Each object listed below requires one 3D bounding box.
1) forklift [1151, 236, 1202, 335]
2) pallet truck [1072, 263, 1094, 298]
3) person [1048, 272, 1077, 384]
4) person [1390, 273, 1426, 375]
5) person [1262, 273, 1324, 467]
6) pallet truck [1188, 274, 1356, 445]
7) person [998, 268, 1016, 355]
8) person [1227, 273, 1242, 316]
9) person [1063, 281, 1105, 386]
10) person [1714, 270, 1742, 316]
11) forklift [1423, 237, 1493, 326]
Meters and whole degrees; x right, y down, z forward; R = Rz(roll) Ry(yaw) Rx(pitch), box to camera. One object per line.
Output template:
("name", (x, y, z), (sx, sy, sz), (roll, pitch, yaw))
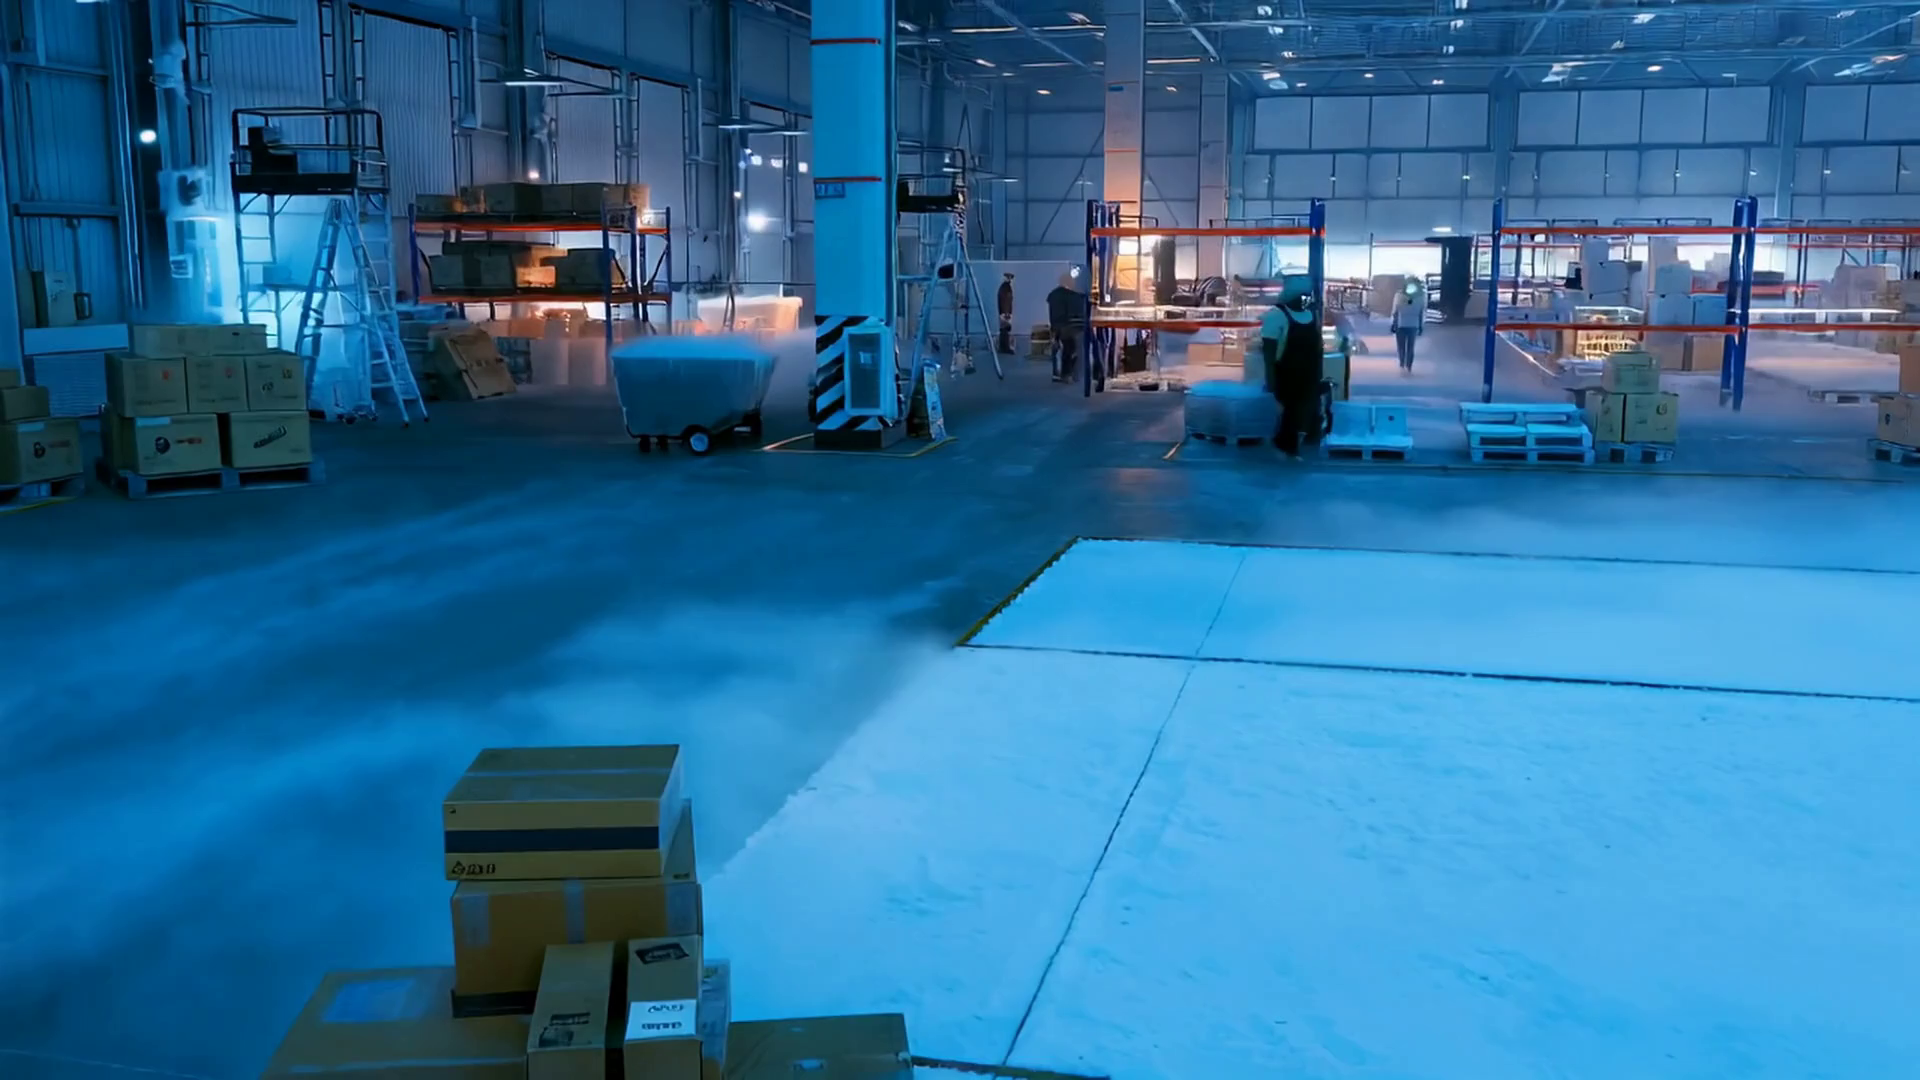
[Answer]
("forklift", (5.870, -7.214, 46.880), (1.873, 2.768, 1.129), (2, 10, 14))
("pallet truck", (4.325, -8.180, 55.162), (0.823, 1.965, 1.885), (6, 11, 31))
("person", (1.771, -3.634, 28.621), (0.362, 1.932, 0.626), (-8, 12, -38))
("person", (8.375, -4.036, 31.090), (0.603, 1.897, 0.905), (3, 10, 17))
("person", (3.527, -1.766, 17.268), (0.703, 2.000, 0.635), (-7, 12, -34))
("pallet truck", (3.653, -2.138, 19.590), (1.885, 1.965, 0.823), (-4, 10, -20))
("person", (1.054, -5.109, 37.273), (0.376, 1.933, 0.545), (-3, 10, -16))
("person", (8.871, -7.811, 53.973), (0.552, 1.669, 0.777), (-5, 11, -26))
("person", (2.082, -3.509, 28.285), (0.650, 1.775, 1.007), (7, 12, 37))
("person", (19.097, -5.796, 41.462), (0.624, 1.879, 1.033), (-1, 10, -4))
("forklift", (15.762, -8.143, 52.352), (1.873, 2.768, 1.129), (-2, 10, -12))
